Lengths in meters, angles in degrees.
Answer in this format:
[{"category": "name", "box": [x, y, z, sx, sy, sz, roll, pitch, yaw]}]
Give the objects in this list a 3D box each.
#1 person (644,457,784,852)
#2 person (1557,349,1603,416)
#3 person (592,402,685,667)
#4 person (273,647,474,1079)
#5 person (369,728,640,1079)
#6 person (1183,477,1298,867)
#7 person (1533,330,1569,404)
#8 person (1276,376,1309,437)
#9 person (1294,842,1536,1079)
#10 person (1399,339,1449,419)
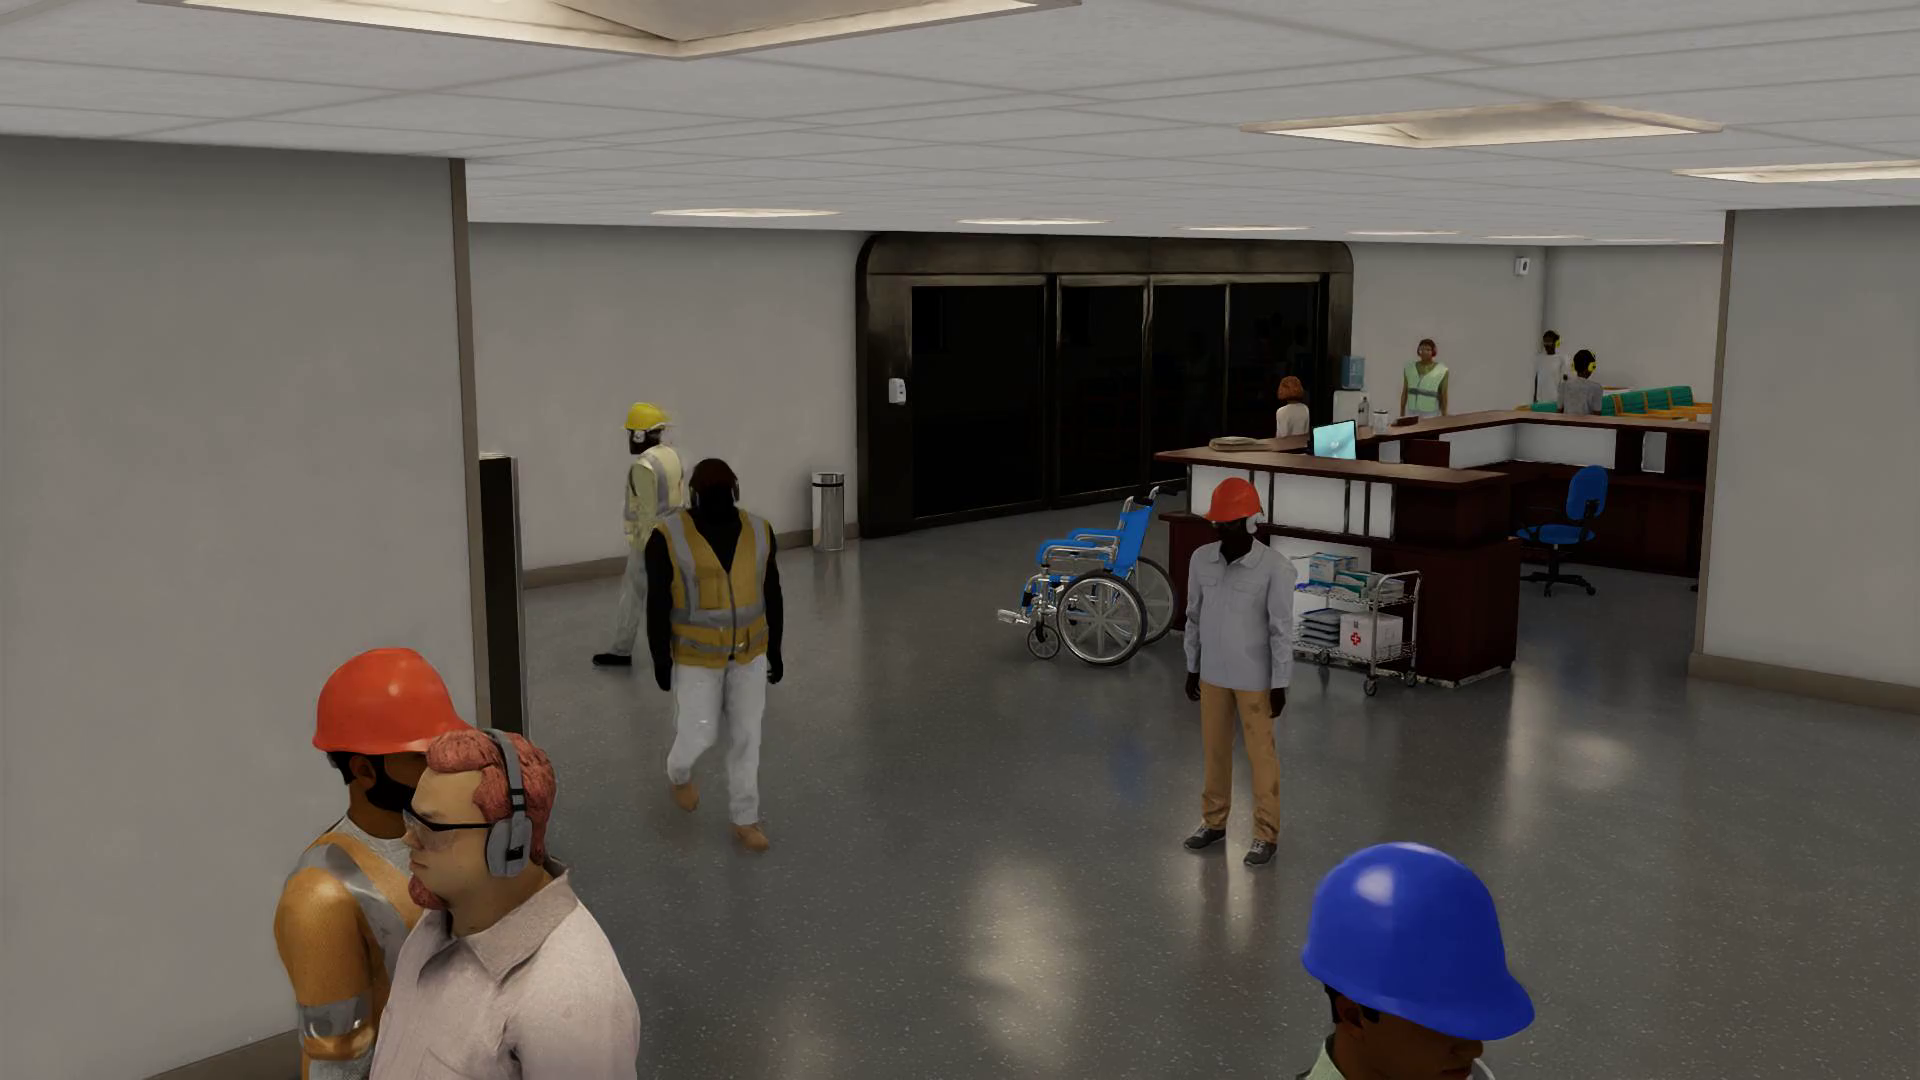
[{"category": "person", "box": [-1.145, 0.507, 7.709, 0.642, 1.823, 0.626, -5, 11, -28]}, {"category": "person", "box": [6.177, -0.960, 16.557, 0.329, 1.861, 0.508, -8, 12, -41]}, {"category": "person", "box": [-1.965, -0.021, 11.028, 0.936, 1.792, 0.605, 2, 10, 14]}, {"category": "person", "box": [-1.099, 1.161, 3.301, 0.358, 1.938, 0.542, 0, 9, 0]}, {"category": "person", "box": [-0.798, 1.249, 2.843, 0.411, 1.913, 0.643, -7, 12, -38]}, {"category": "person", "box": [1.228, 0.582, 7.455, 0.563, 1.742, 0.361, 9, 13, 43]}, {"category": "person", "box": [8.034, -1.927, 22.576, 0.859, 1.834, 0.528, -9, 13, -43]}, {"category": "person", "box": [3.173, -0.761, 16.023, 0.275, 1.632, 0.507, 8, 13, 42]}, {"category": "person", "box": [0.537, 1.332, 2.223, 0.394, 1.945, 0.618, 9, 13, 44]}, {"category": "person", "box": [5.754, -1.583, 20.517, 0.560, 1.819, 0.889, 8, 12, 40]}]
